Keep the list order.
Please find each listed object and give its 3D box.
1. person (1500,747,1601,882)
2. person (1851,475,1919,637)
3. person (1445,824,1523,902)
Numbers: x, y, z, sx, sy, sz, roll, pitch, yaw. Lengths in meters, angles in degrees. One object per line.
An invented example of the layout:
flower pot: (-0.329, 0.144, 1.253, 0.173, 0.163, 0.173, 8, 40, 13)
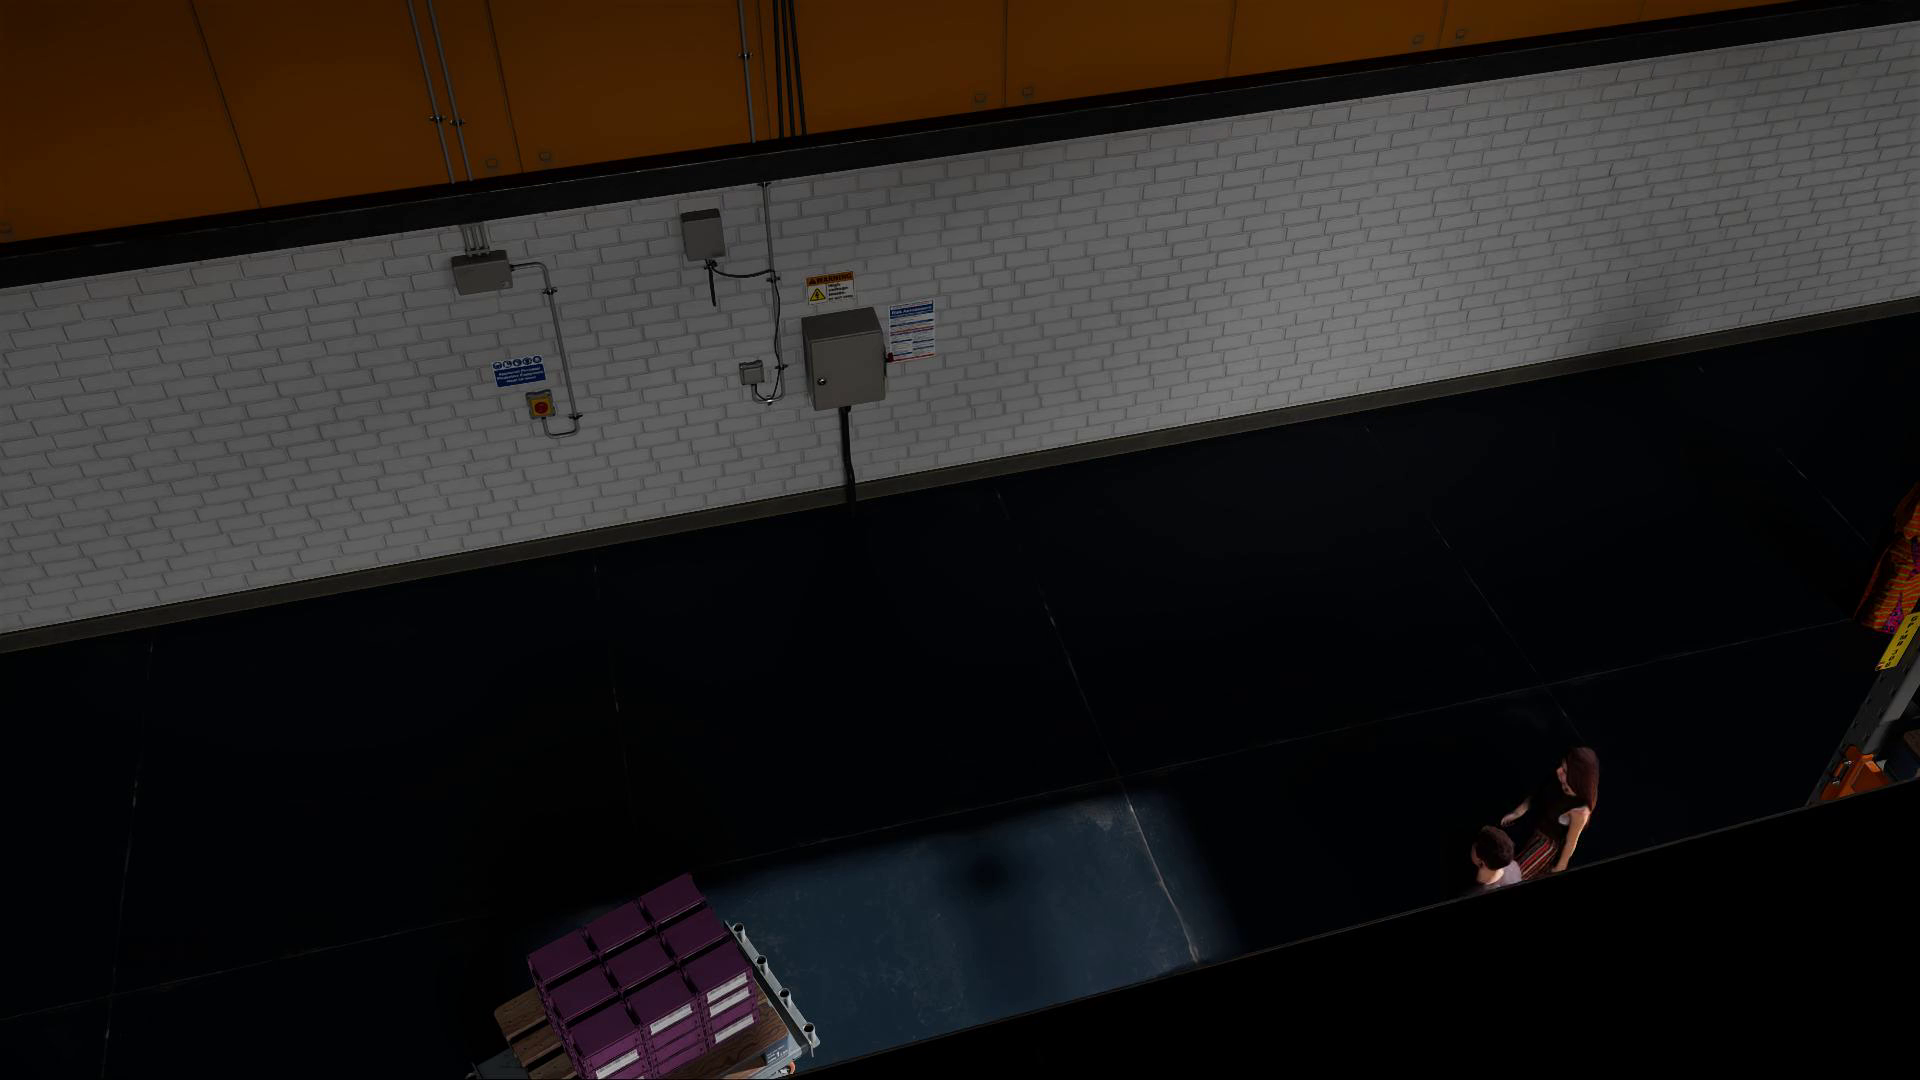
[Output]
person: (3.323, 1.657, 9.235, 0.814, 1.535, 0.965, 1, 44, 1)
person: (6.380, -0.103, 10.973, 0.832, 1.686, 0.754, 12, 45, 13)
person: (2.630, 2.128, 8.518, 0.746, 1.843, 0.738, -24, 49, -23)
